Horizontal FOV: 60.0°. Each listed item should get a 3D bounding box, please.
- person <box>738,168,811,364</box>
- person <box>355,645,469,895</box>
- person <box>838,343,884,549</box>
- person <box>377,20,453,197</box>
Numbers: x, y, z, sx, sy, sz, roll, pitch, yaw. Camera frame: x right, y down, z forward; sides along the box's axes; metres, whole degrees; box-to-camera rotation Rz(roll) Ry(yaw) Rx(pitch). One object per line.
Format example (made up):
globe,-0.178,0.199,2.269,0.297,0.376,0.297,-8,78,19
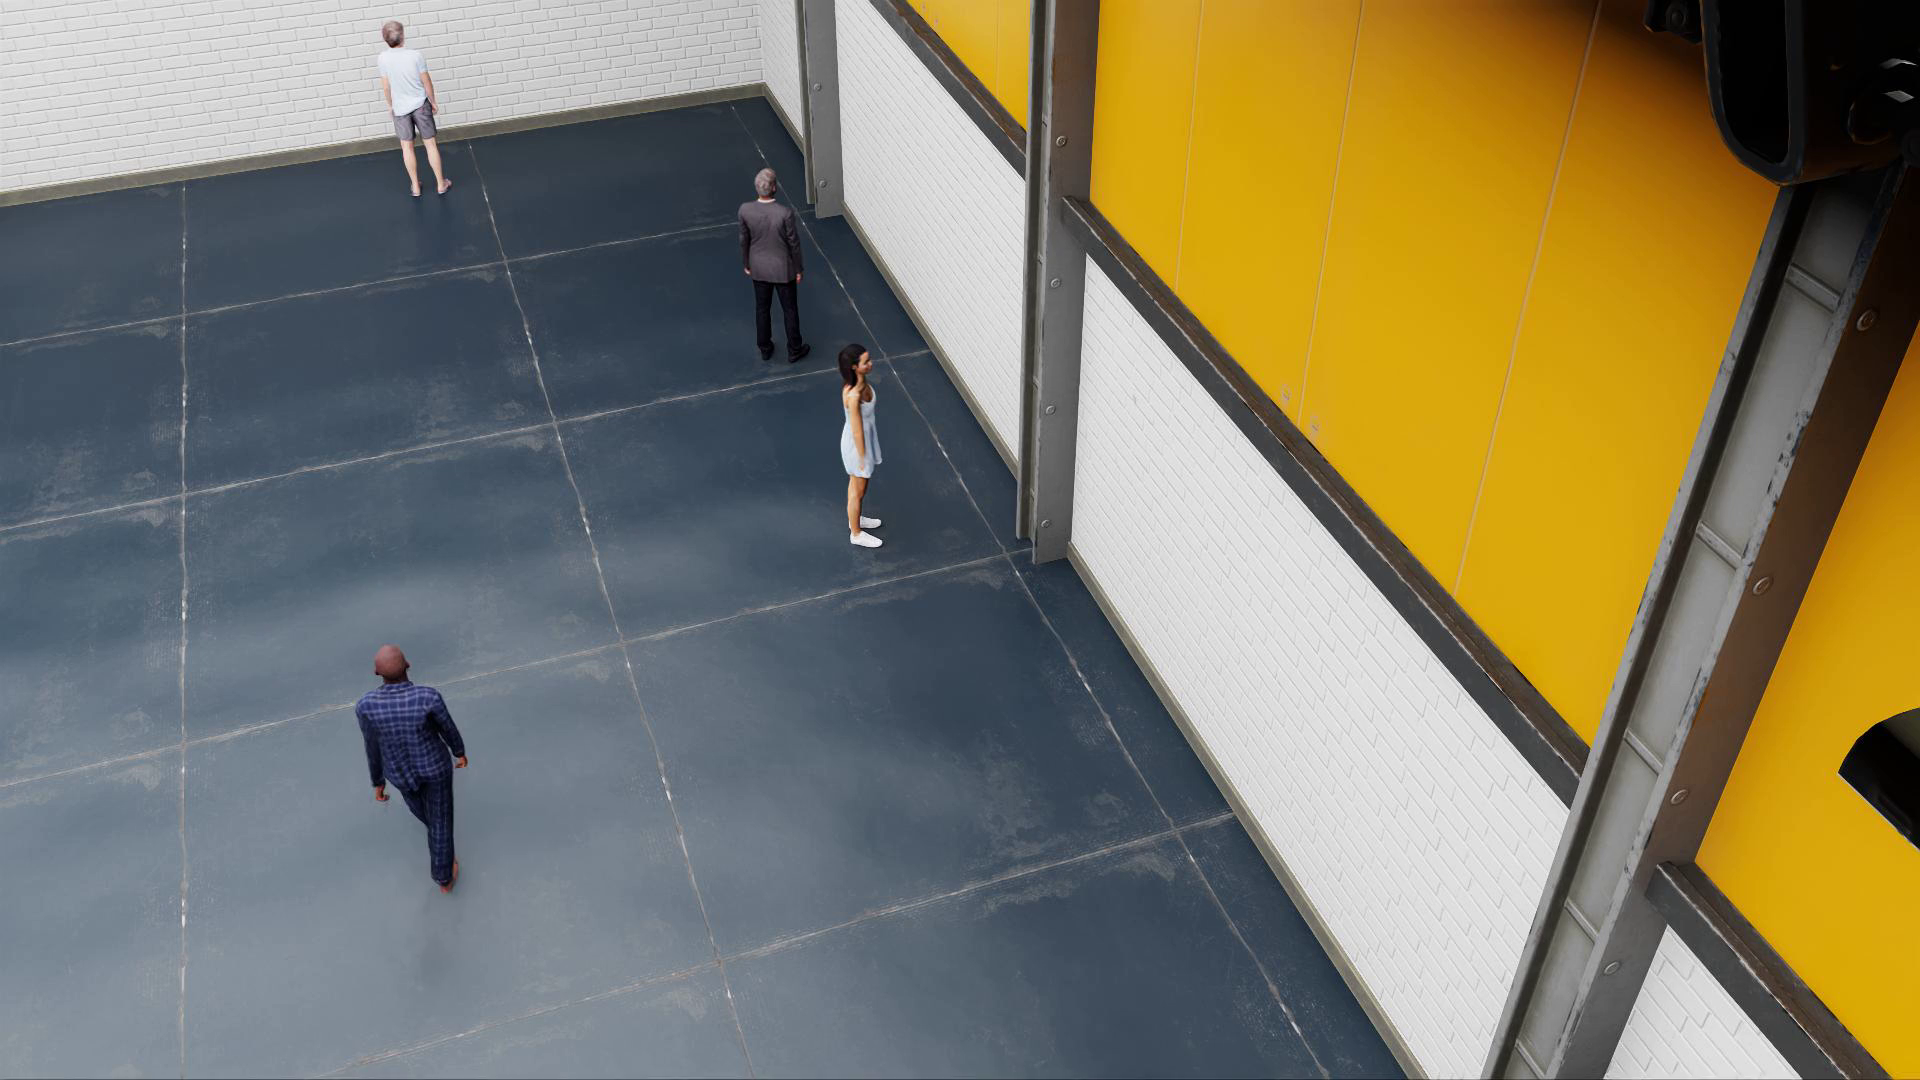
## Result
person,-1.635,-2.406,14.579,0.814,1.842,0.813,8,39,10
person,-3.214,1.404,9.852,0.813,1.788,1.067,-6,39,-8
person,-0.769,-0.735,12.577,0.719,1.729,0.588,1,39,1
person,-5.658,-4.442,17.139,0.691,1.830,0.605,-6,39,-8
